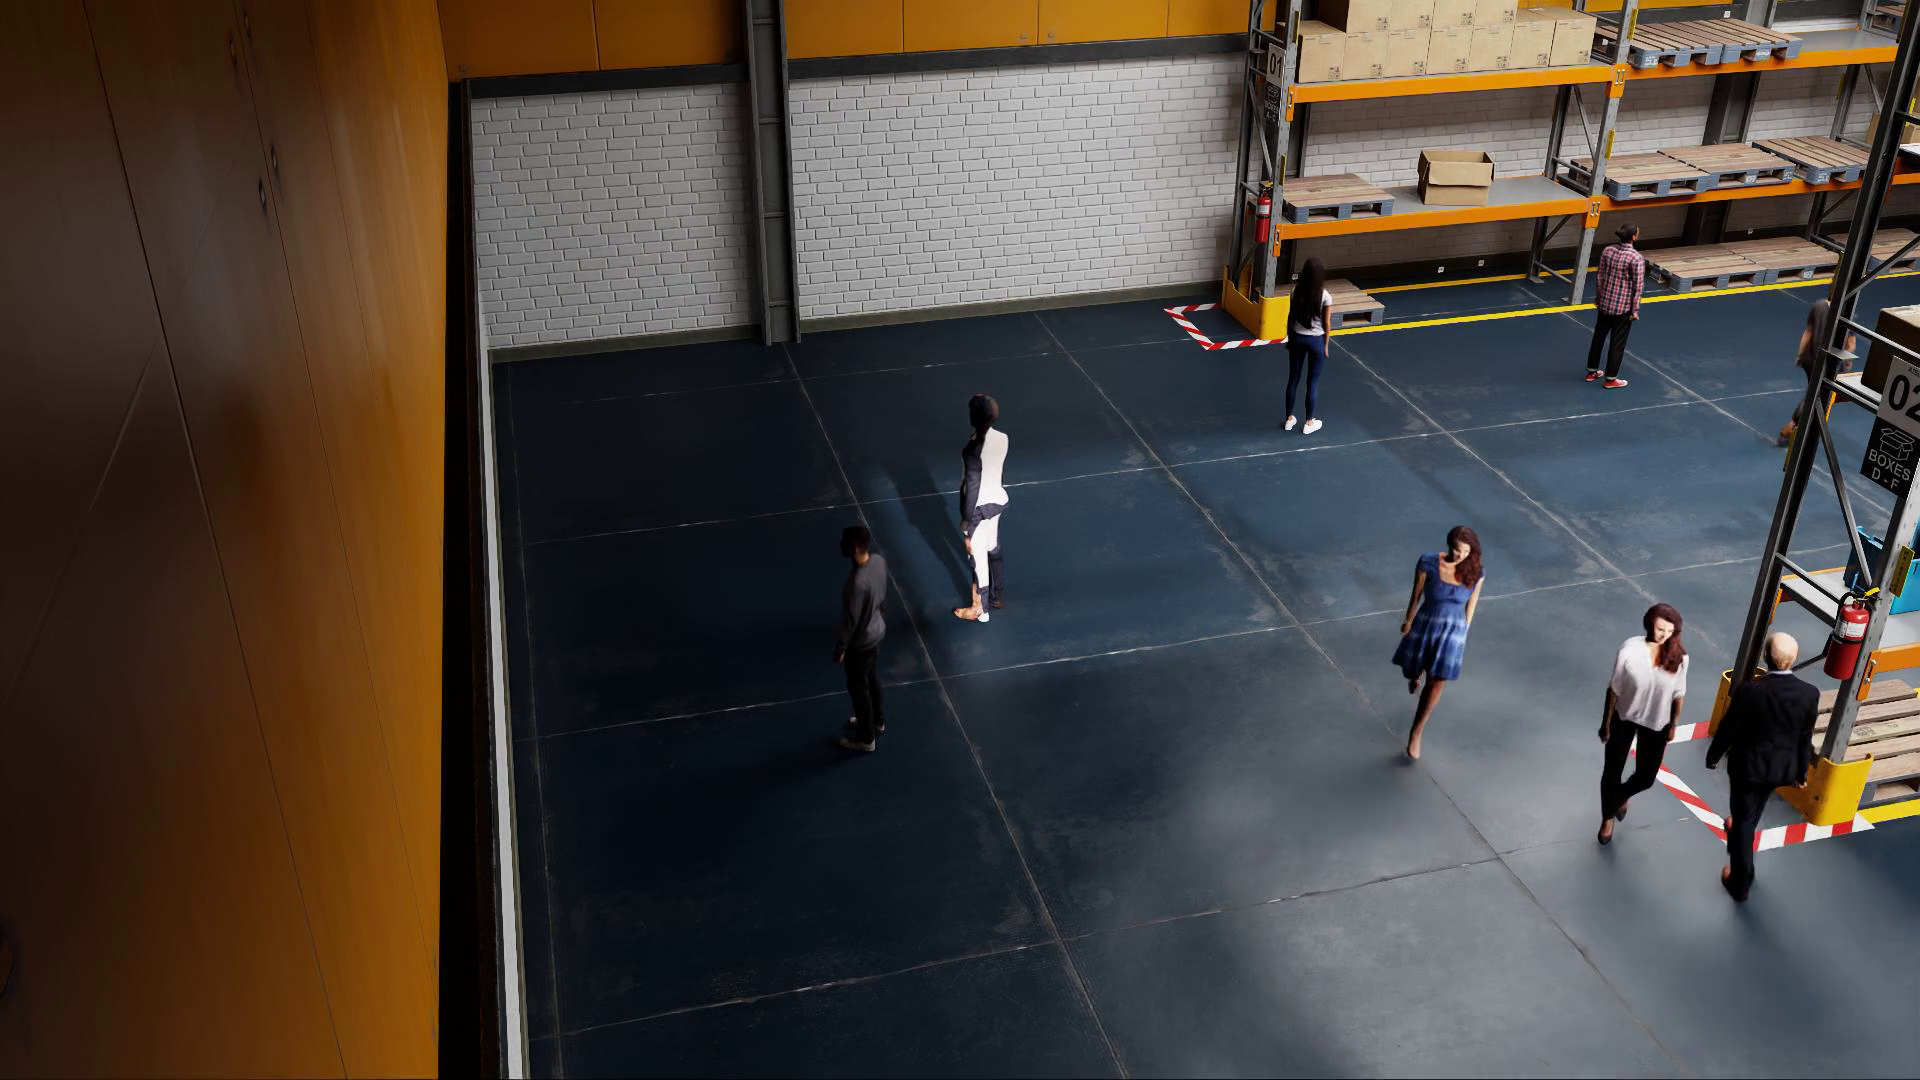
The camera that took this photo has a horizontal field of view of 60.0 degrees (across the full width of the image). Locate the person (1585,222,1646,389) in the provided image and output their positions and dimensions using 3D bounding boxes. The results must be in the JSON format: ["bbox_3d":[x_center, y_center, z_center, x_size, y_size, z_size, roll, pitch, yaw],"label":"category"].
[{"bbox_3d":[6.820,-2.452,17.270,0.728,1.761,0.765,-18,33,-30],"label":"person"}]

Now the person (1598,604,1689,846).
[{"bbox_3d":[4.344,1.137,10.673,0.764,1.777,0.829,9,30,17],"label":"person"}]

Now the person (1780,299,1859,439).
[{"bbox_3d":[8.297,-1.739,16.050,1.143,1.677,0.820,-16,33,-27],"label":"person"}]

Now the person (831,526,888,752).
[{"bbox_3d":[-0.641,0.686,11.523,0.782,1.756,0.747,11,30,19],"label":"person"}]

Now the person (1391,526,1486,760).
[{"bbox_3d":[3.302,0.646,11.573,1.028,1.778,0.990,7,29,12],"label":"person"}]

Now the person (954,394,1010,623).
[{"bbox_3d":[0.178,-0.254,13.104,0.834,1.891,0.762,17,33,28],"label":"person"}]

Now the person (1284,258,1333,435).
[{"bbox_3d":[3.391,-1.901,16.246,0.666,1.775,0.710,18,33,29],"label":"person"}]

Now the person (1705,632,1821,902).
[{"bbox_3d":[4.902,1.431,10.139,1.026,1.773,0.974,3,29,5],"label":"person"}]
